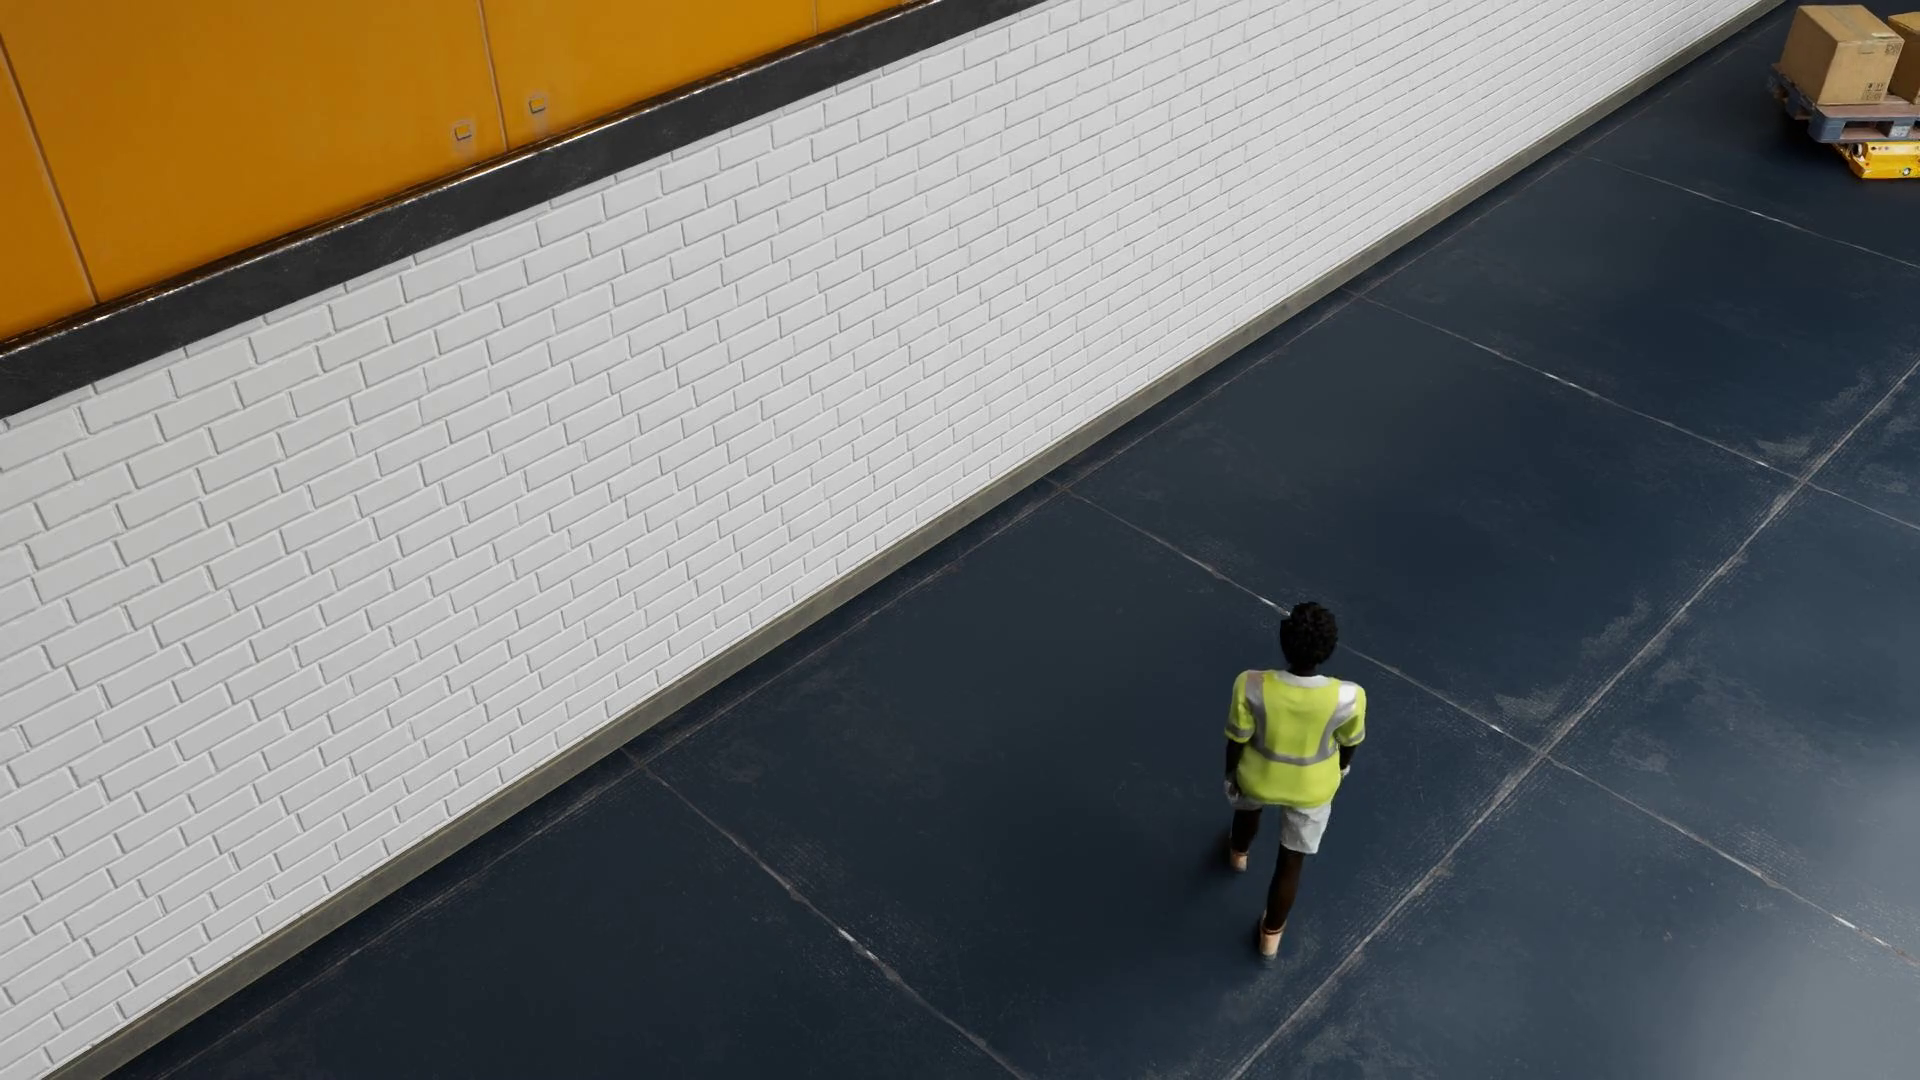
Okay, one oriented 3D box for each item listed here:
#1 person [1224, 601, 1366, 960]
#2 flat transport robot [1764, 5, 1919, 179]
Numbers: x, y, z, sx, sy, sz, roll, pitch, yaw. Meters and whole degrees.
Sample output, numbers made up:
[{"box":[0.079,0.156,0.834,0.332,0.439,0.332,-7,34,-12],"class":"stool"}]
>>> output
[{"box":[1.321,0.891,6.678,0.534,1.669,0.786,10,40,12],"class":"person"},{"box":[7.023,-3.210,12.932,0.659,0.231,1.431,-1,39,-2],"class":"flat transport robot"}]
